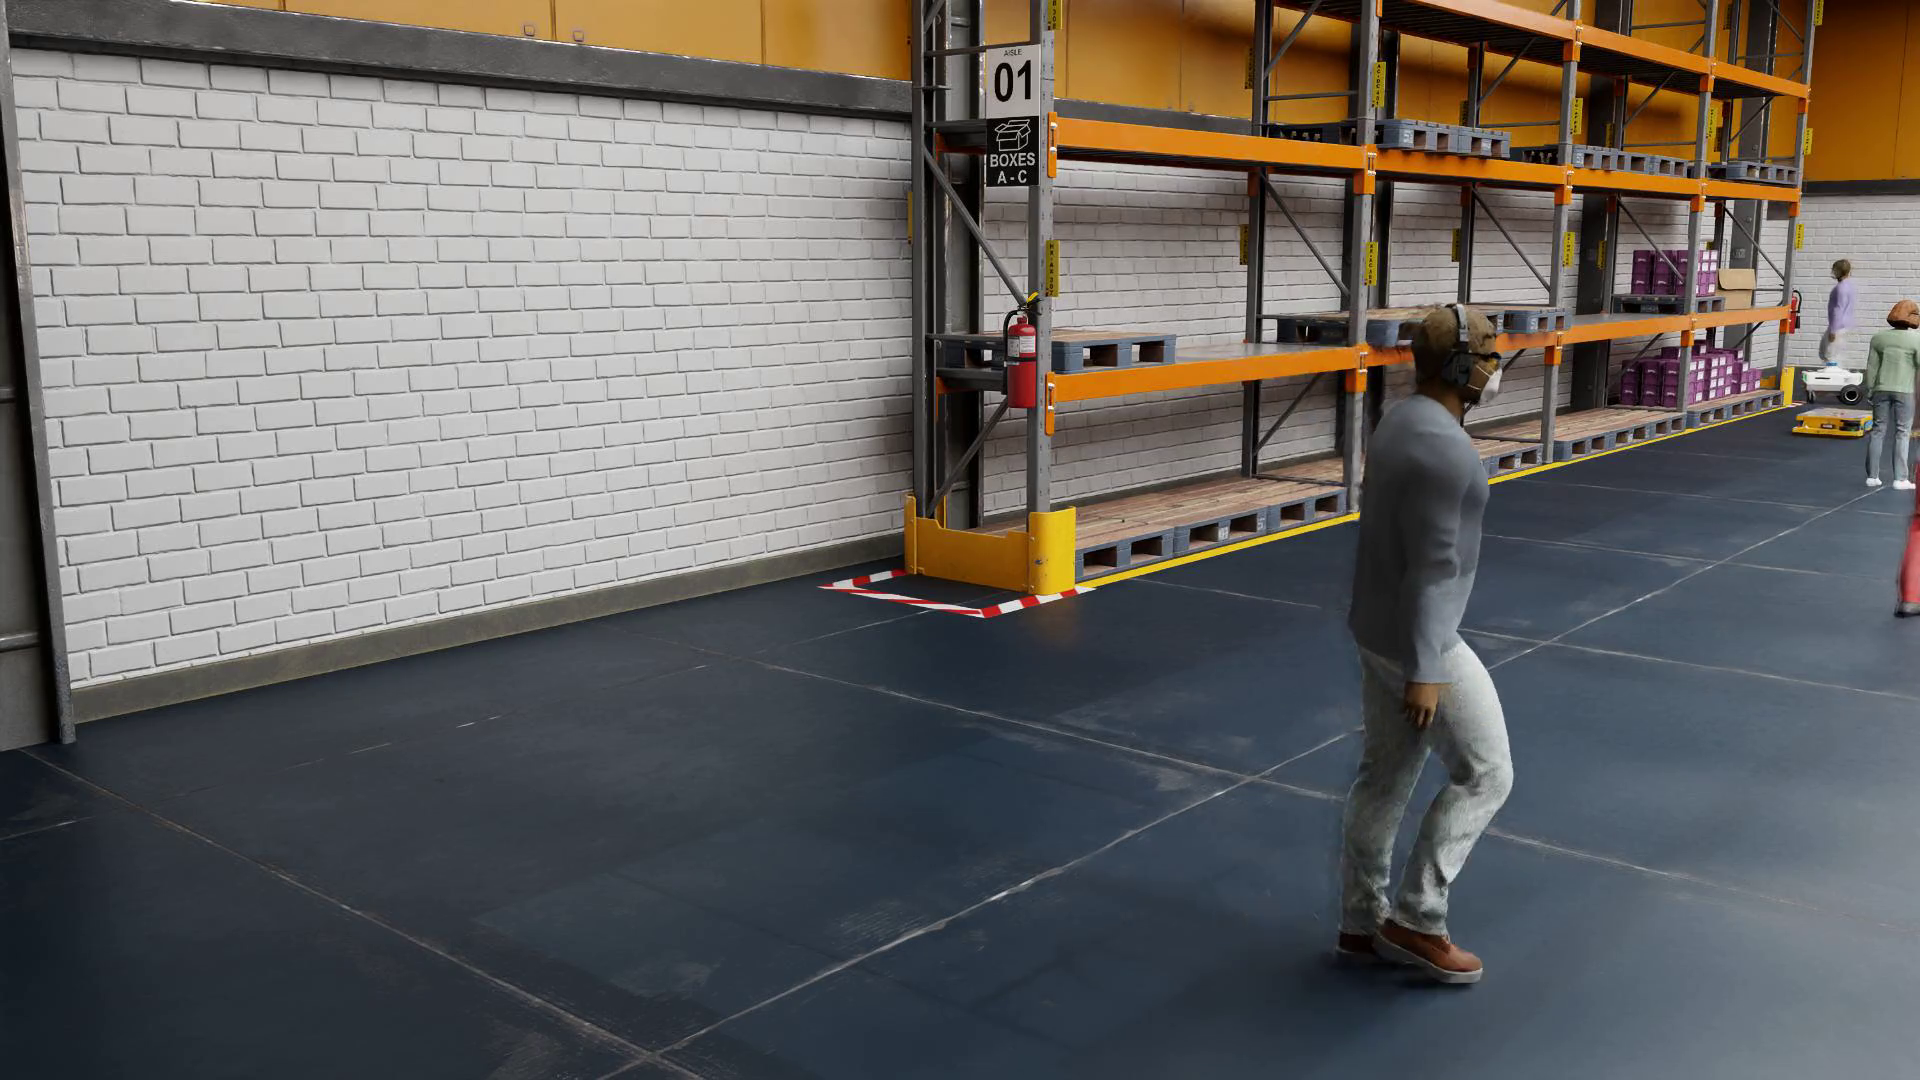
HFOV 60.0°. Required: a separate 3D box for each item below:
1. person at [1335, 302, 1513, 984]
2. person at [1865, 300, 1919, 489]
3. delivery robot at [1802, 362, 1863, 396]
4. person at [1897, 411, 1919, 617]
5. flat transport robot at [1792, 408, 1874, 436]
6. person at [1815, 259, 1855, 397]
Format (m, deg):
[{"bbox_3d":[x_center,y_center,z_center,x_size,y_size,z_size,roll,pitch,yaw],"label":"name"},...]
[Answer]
[{"bbox_3d":[1.334,0.303,4.687,0.551,1.920,0.660,0,10,2],"label":"person"},{"bbox_3d":[8.109,-1.258,14.404,0.276,1.631,0.507,-7,12,-34],"label":"person"},{"bbox_3d":[11.643,-2.139,22.220,0.707,0.478,0.477,4,11,23],"label":"delivery robot"},{"bbox_3d":[5.668,-0.428,9.414,0.882,1.724,0.539,-6,12,-33],"label":"person"},{"bbox_3d":[9.877,-1.331,18.696,0.652,0.197,1.431,8,13,37],"label":"flat transport robot"},{"bbox_3d":[12.226,-2.953,23.230,0.428,1.919,0.654,6,12,31],"label":"person"}]
